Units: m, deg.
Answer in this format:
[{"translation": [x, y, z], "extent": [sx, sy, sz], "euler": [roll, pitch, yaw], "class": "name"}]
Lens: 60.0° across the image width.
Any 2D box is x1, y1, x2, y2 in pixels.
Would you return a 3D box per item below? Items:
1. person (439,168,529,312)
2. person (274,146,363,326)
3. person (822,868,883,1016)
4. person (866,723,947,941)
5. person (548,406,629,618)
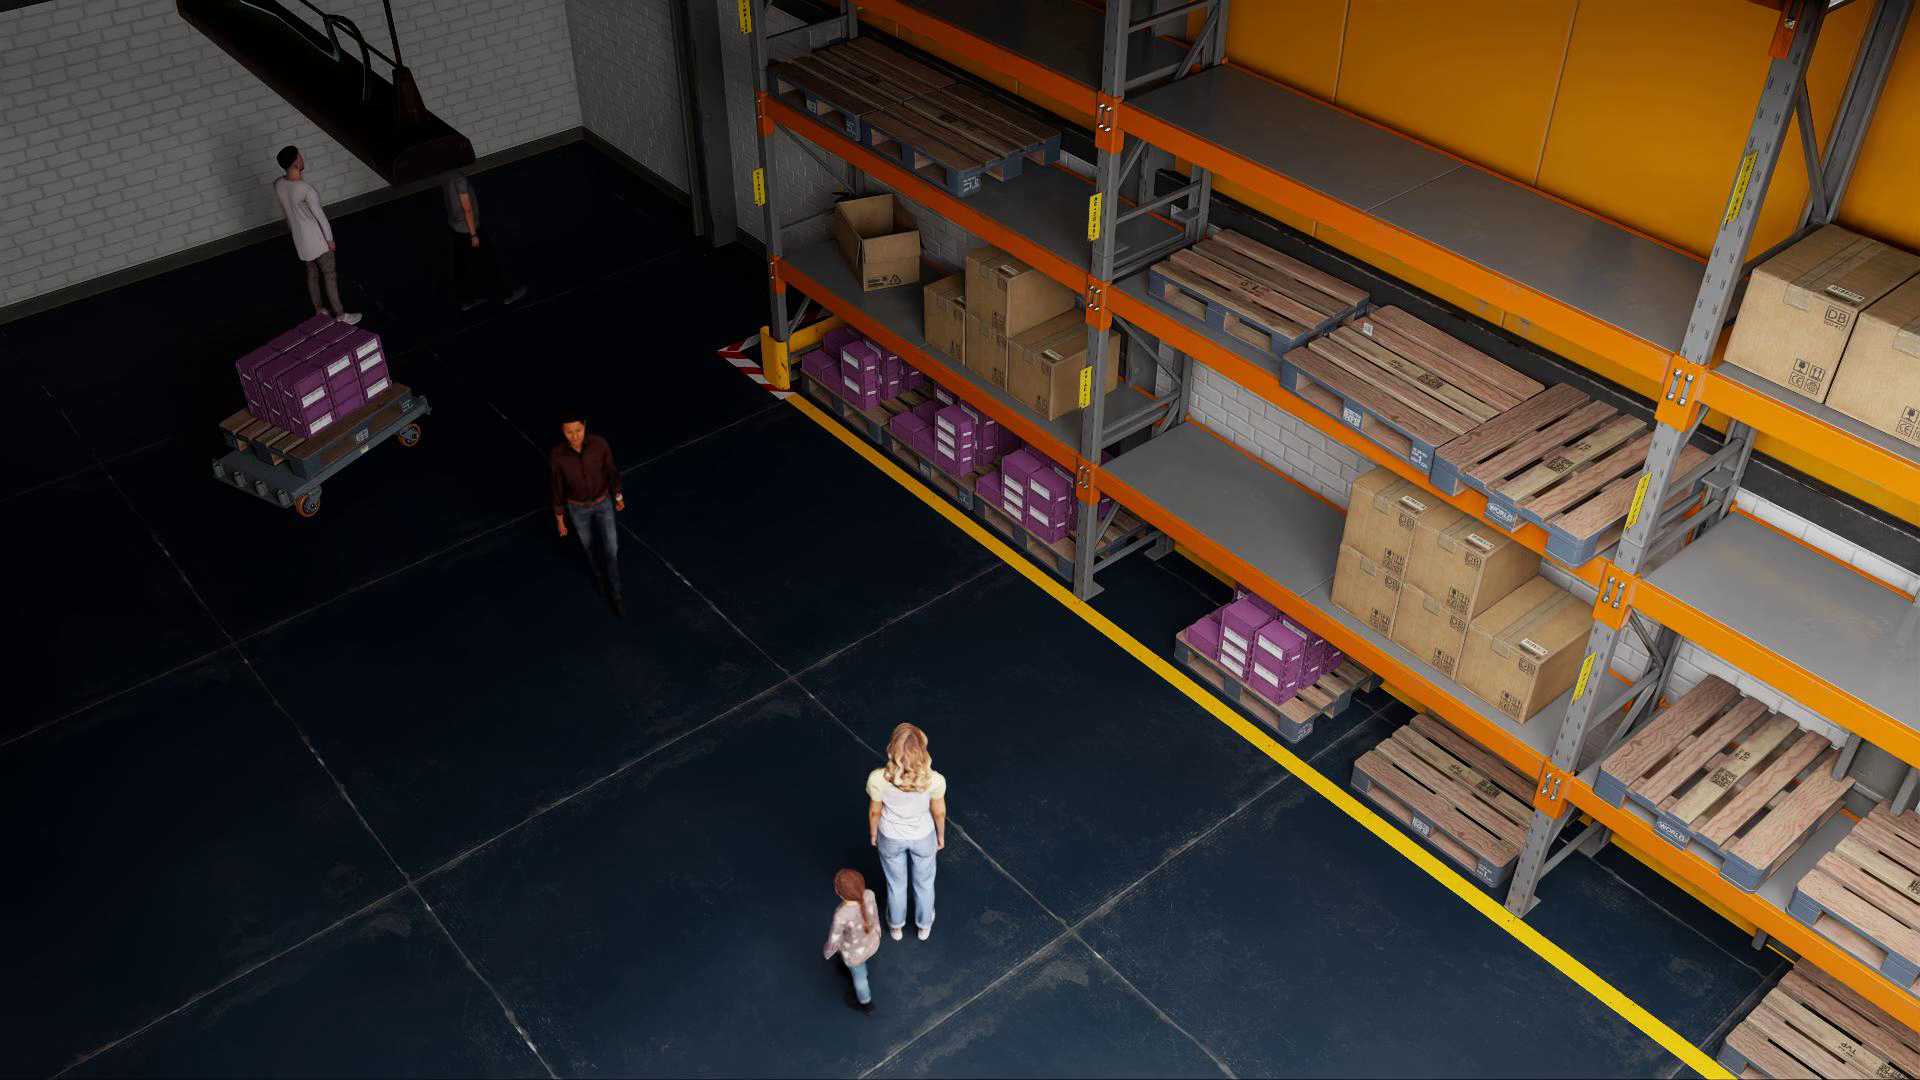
[{"translation": [-4.748, -2.953, 15.778], "extent": [0.727, 1.740, 0.805], "euler": [-29, 47, -31], "class": "person"}, {"translation": [-6.061, -2.832, 15.546], "extent": [0.651, 1.841, 0.804], "euler": [17, 42, 20], "class": "person"}, {"translation": [-0.558, 2.343, 9.590], "extent": [0.635, 1.185, 0.539], "euler": [30, 47, 32], "class": "person"}, {"translation": [-0.309, 1.758, 9.891], "extent": [0.702, 1.723, 0.729], "euler": [-2, 39, -3], "class": "person"}, {"translation": [-2.791, -0.310, 12.454], "extent": [0.872, 1.757, 0.992], "euler": [-12, 40, -14], "class": "person"}]
